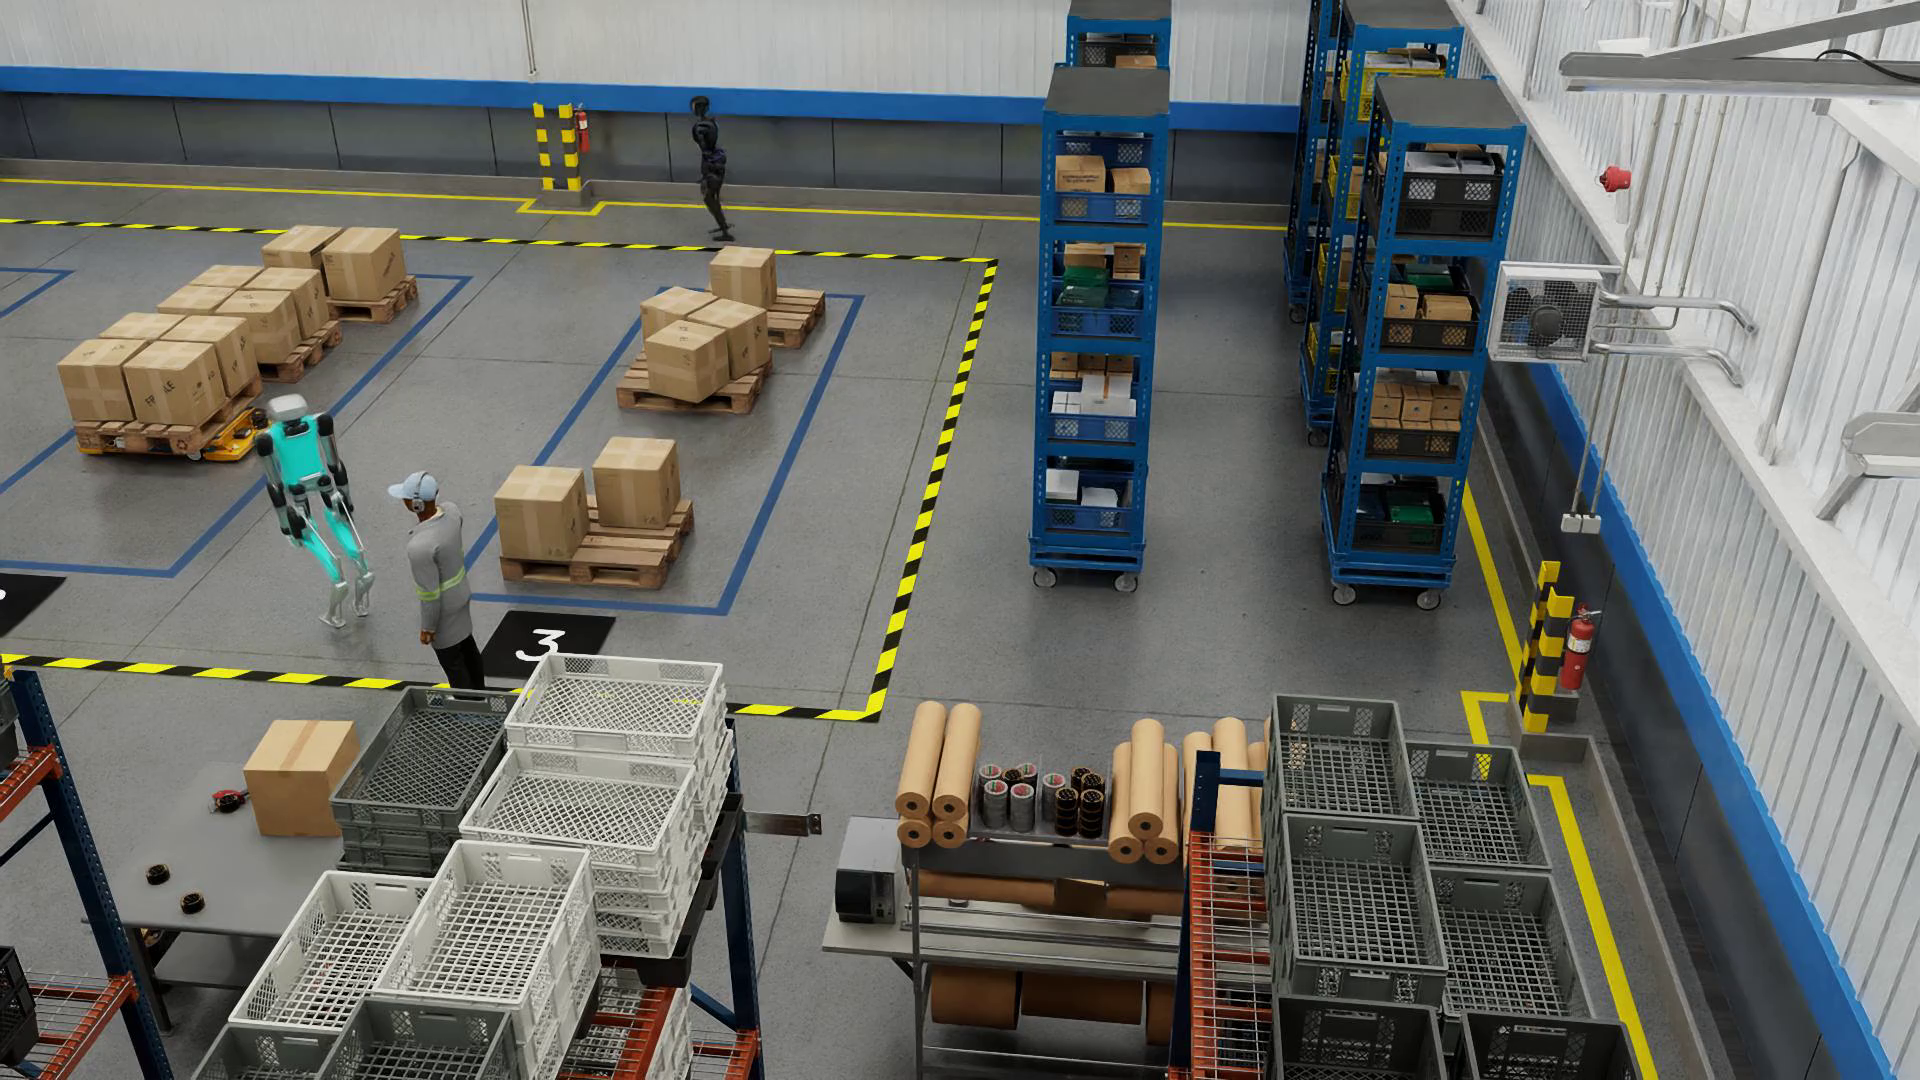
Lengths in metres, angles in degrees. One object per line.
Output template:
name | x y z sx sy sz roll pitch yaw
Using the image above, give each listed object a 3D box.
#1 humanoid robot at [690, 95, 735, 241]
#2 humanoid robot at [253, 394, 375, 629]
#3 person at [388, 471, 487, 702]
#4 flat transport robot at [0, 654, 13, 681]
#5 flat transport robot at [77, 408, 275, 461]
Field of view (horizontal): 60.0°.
humanoid robot | -2.719 -4.074 18.277 0.374 1.646 0.605 1 30 2
humanoid robot | -4.310 -0.137 11.316 0.533 1.677 0.735 -25 38 -36
person | -3.253 0.391 10.427 0.366 1.852 0.589 2 30 4
flat transport robot | -7.142 0.969 11.010 1.431 0.231 0.659 3 30 6
flat transport robot | -6.728 -0.944 14.268 1.431 0.197 0.652 3 30 6
